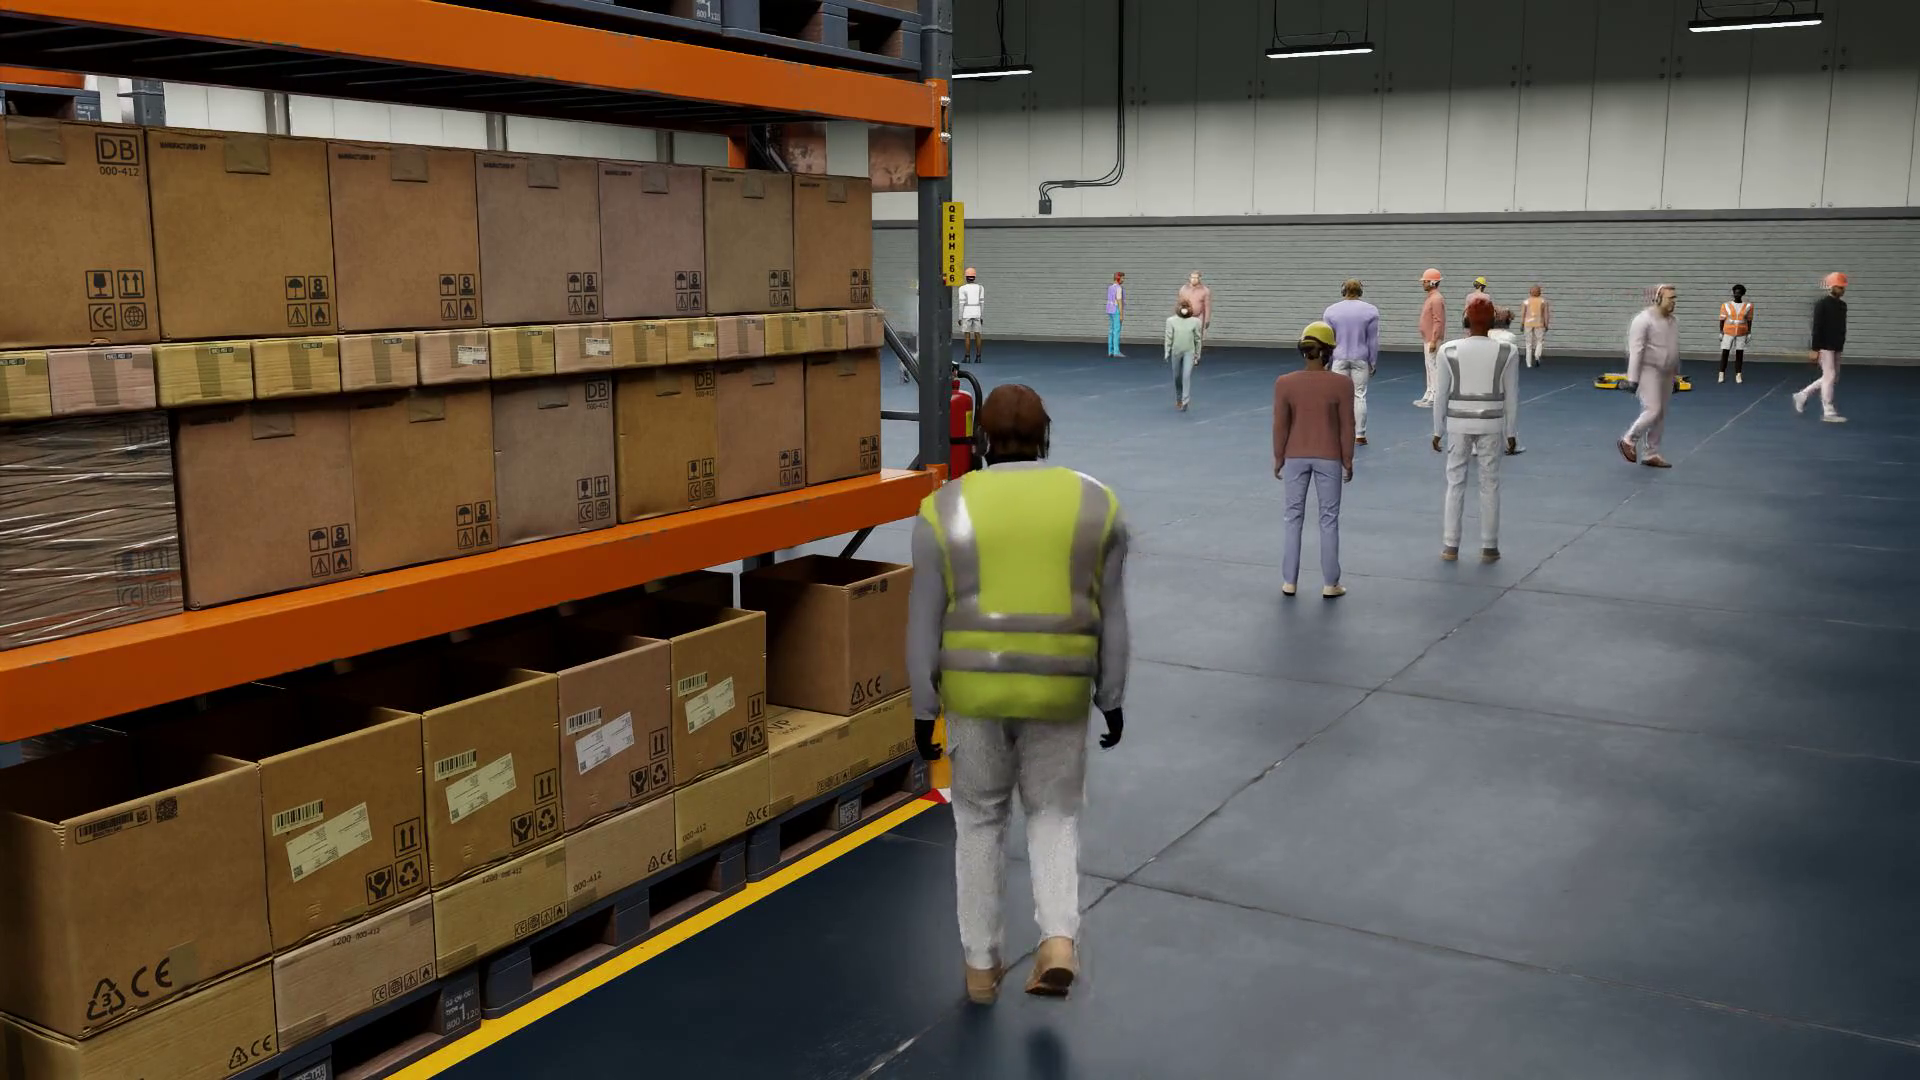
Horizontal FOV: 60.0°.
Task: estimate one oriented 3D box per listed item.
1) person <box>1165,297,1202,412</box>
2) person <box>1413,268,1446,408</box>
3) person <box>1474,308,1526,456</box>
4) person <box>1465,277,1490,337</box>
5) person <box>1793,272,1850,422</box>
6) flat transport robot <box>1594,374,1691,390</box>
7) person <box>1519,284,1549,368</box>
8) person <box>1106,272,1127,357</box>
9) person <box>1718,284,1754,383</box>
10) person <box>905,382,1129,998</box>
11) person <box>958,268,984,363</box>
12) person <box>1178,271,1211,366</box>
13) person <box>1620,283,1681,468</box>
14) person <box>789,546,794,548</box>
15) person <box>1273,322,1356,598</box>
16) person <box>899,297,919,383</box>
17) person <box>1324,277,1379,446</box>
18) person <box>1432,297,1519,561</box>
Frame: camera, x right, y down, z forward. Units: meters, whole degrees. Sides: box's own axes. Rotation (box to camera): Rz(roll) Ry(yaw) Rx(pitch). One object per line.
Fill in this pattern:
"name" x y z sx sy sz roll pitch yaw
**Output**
"person" 3.178 -2.644 23.587 0.494 1.605 0.751 3 10 17
"person" 6.778 -2.900 23.950 0.391 1.995 0.613 1 10 8
"person" 5.917 -1.724 18.186 0.754 1.605 0.524 -7 12 -34
"person" 10.214 -4.292 32.799 0.332 1.759 0.523 -9 14 -44
"person" 11.440 -2.556 22.010 0.622 1.974 0.771 -5 11 -29
"flat transport robot" 11.179 -2.604 27.257 1.431 0.197 0.652 3 10 18
"person" 11.170 -4.162 32.380 0.546 1.626 0.356 4 10 21
"person" 3.355 -4.850 35.828 0.390 1.838 0.563 -3 10 -18
"person" 13.288 -3.530 28.505 0.537 1.698 0.320 3 10 18
"person" 0.167 0.465 4.781 0.661 1.817 0.554 0 10 -2
"person" 0.220 -4.555 33.805 0.542 1.939 0.361 -4 10 -20
"person" 4.619 -4.373 32.915 0.666 1.871 0.843 3 10 16
"person" 7.179 -1.692 17.157 0.670 1.892 0.452 -6 11 -31
"person" -1.279 -0.742 12.391 0.531 1.619 0.341 -3 10 -17
"person" 2.261 -0.507 10.631 0.523 1.761 0.328 4 10 22
"person" -0.619 -3.544 28.279 0.780 1.807 0.601 -4 10 -21
"person" 4.489 -2.049 19.135 0.632 1.940 0.372 3 10 14
"person" 3.680 -0.785 11.889 0.584 1.883 0.337 3 10 17
